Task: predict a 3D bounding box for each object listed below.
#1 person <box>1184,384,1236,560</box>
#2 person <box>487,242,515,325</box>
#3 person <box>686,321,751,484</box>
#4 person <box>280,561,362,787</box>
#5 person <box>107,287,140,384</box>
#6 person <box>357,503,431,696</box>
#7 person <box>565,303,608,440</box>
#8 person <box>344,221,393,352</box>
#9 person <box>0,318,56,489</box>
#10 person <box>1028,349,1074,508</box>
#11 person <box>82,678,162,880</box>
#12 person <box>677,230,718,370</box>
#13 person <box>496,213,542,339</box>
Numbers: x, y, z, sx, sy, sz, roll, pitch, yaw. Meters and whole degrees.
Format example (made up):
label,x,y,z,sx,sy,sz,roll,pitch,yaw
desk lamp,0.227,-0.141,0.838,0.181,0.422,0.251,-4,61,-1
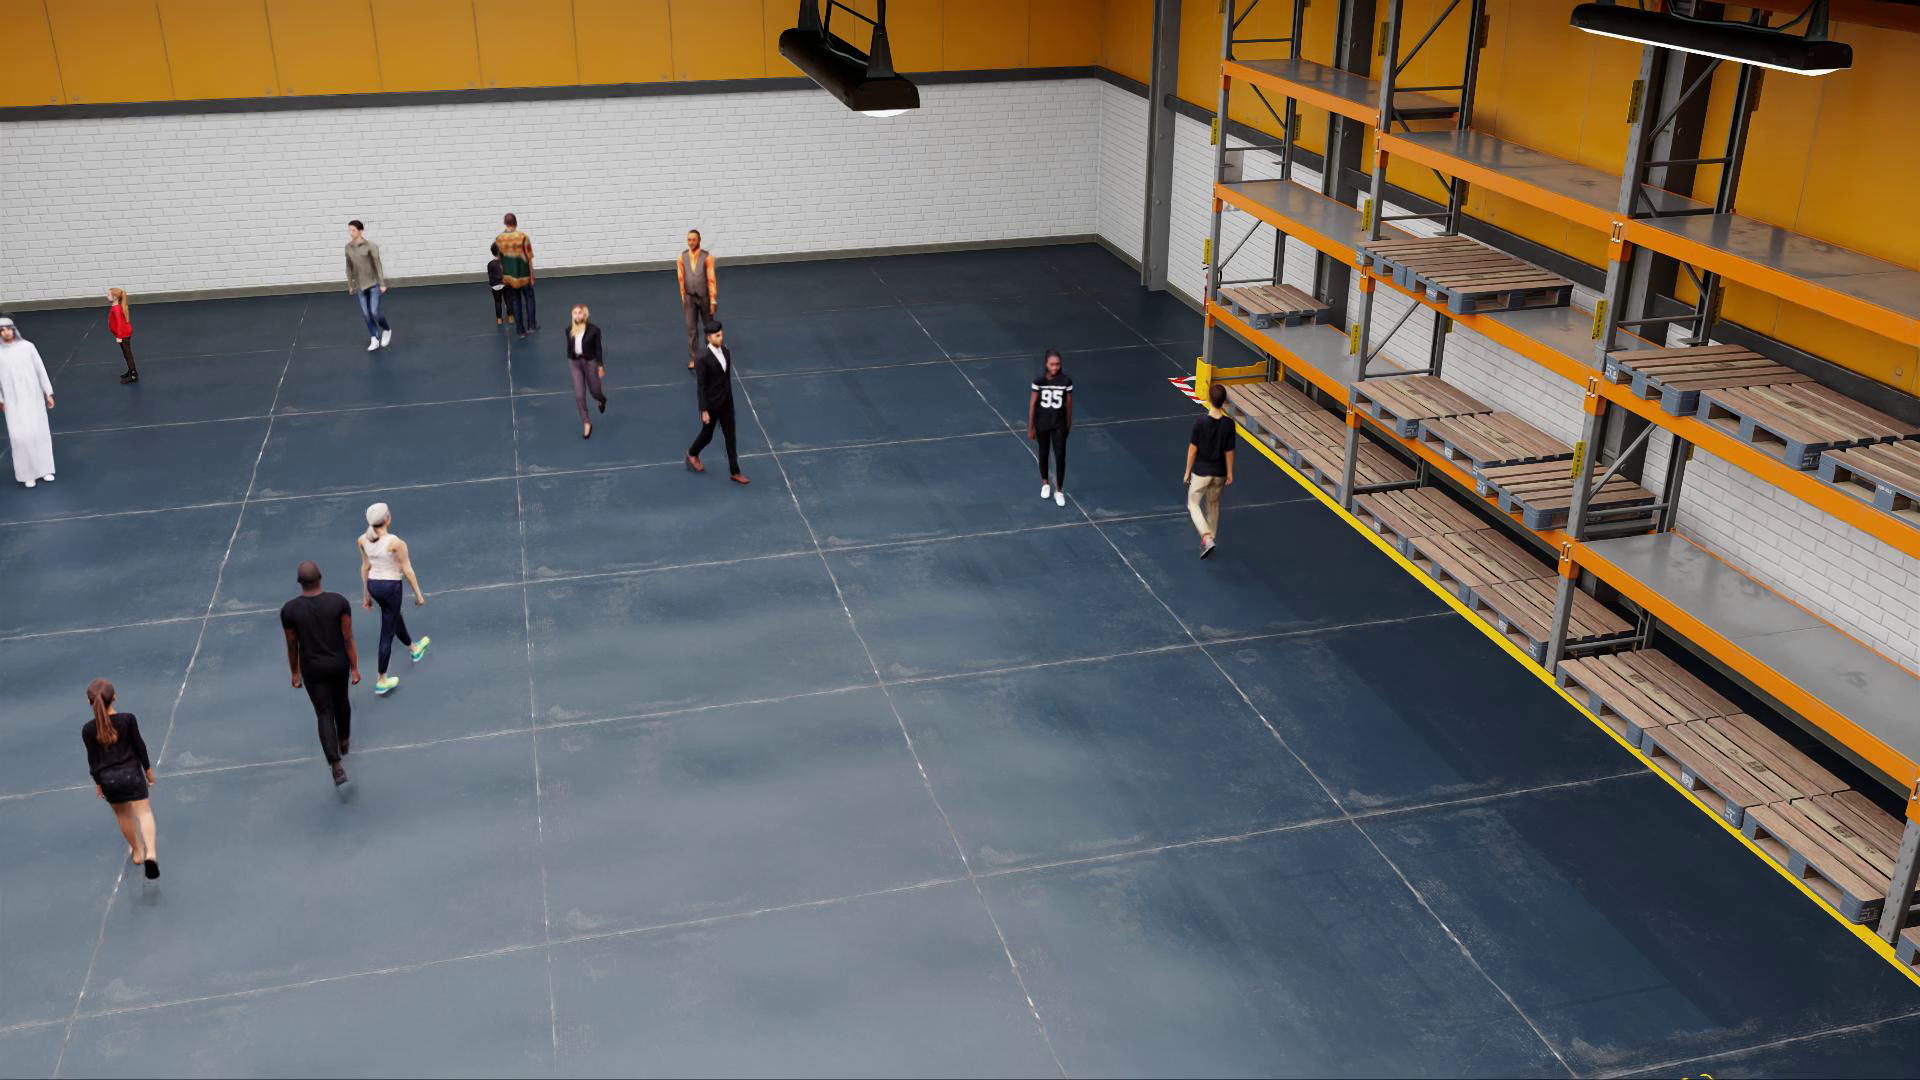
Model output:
label,x,y,z,sx,sy,sz,roll,pitch,yaw
person,2.535,-0.633,16.746,0.669,1.838,0.852,-5,24,-11
person,-6.867,-3.843,24.858,0.498,1.223,0.477,-7,25,-16
person,-2.837,-1.572,18.879,1.326,1.849,1.173,18,29,35
person,-4.934,1.069,12.929,0.792,1.776,1.237,-10,26,-22
person,-11.240,-2.763,22.314,0.581,1.281,0.482,-10,26,-22
person,-4.972,0.537,14.290,0.989,1.661,1.176,7,25,16
person,-4.545,-2.089,20.306,0.785,1.655,0.977,2,24,5
person,-8.338,-3.634,23.591,0.843,1.853,0.836,7,25,15
person,-10.623,-1.612,18.884,0.862,1.920,0.901,-17,29,-34
person,0.990,-1.285,18.394,0.770,1.713,0.903,2,24,4
person,-5.925,1.708,11.762,0.695,1.540,0.976,-13,27,-27
person,-3.559,-3.331,22.888,1.015,1.863,1.348,3,24,6
person,-6.426,-3.808,24.064,0.837,1.794,0.926,1,24,3
